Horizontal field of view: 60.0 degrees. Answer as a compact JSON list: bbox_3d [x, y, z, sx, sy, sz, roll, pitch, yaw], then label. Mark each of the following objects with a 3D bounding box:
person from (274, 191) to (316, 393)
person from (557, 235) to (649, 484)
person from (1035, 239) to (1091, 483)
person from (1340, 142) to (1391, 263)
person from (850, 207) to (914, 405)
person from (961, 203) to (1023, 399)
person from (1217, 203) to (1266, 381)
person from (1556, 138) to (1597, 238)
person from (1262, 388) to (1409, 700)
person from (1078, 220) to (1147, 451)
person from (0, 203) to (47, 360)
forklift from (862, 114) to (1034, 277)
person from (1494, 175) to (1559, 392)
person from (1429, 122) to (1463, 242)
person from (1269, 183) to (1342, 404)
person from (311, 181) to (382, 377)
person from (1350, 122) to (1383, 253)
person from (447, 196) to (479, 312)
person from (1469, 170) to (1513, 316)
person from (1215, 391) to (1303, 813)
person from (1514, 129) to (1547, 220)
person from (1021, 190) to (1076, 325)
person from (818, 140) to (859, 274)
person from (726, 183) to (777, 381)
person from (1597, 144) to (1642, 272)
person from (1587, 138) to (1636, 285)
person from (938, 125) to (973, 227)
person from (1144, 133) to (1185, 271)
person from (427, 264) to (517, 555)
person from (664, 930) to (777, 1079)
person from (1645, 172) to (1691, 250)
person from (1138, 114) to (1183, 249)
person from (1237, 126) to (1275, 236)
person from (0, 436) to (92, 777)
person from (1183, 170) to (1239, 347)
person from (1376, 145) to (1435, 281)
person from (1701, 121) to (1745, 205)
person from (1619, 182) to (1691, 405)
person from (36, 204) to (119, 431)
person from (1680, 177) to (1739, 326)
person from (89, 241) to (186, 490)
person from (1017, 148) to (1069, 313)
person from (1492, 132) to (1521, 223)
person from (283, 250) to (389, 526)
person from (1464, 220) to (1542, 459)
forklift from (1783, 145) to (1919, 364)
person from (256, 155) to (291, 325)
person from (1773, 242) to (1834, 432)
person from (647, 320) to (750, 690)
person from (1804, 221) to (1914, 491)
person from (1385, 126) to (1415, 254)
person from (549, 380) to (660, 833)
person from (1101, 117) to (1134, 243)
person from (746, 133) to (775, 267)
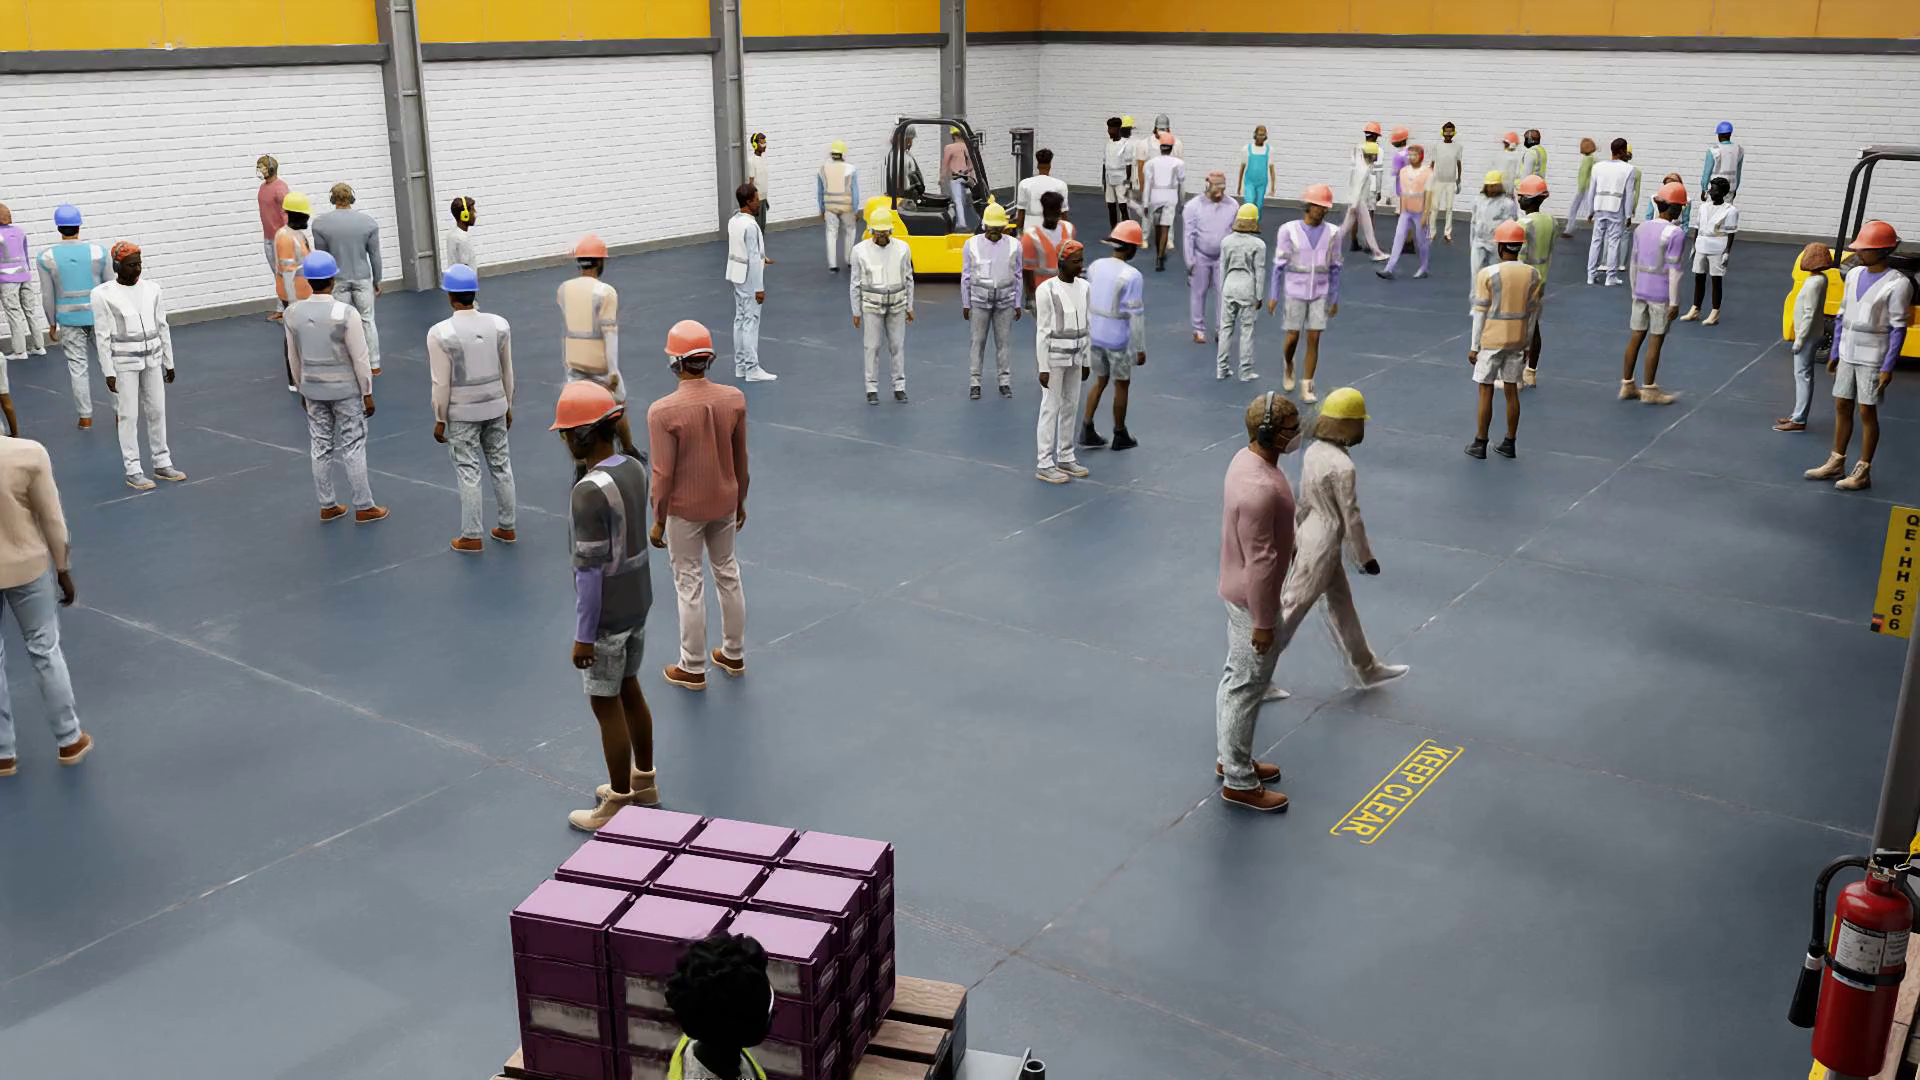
[{"bbox_3d":[-6.276,-2.351,15.831,0.459,1.911,0.611,-1,18,-3],"label":"person"},{"bbox_3d":[-2.772,-1.394,12.845,0.538,1.894,0.893,7,19,20],"label":"person"},{"bbox_3d":[0.801,-1.380,12.847,0.569,1.878,0.351,-16,23,-40],"label":"person"},{"bbox_3d":[5.804,-4.862,24.014,0.942,1.711,0.544,2,18,7],"label":"person"},{"bbox_3d":[-0.714,-2.158,15.368,0.601,1.819,0.403,-5,18,-16],"label":"person"},{"bbox_3d":[0.302,-2.236,15.593,0.587,1.828,0.404,-2,18,-7],"label":"person"},{"bbox_3d":[2.779,-2.438,16.380,0.480,1.733,0.334,12,21,32],"label":"person"},{"bbox_3d":[9.978,-5.554,26.368,0.838,1.603,0.510,7,19,21],"label":"person"},{"bbox_3d":[1.938,0.042,8.693,0.943,1.687,0.483,-1,18,-2],"label":"person"},{"bbox_3d":[1.248,-1.652,13.618,0.605,1.916,0.639,-16,24,-41],"label":"person"},{"bbox_3d":[-9.873,-2.690,17.339,0.313,1.632,0.518,5,18,14],"label":"person"},{"bbox_3d":[-0.171,-4.594,22.377,2.313,2.155,1.214,1,18,3],"label":"forklift"},{"bbox_3d":[5.392,-2.444,15.895,0.605,2.045,0.381,-14,22,-36],"label":"person"},{"bbox_3d":[7.621,-5.618,26.126,0.508,1.862,0.322,2,18,5],"label":"person"},{"bbox_3d":[3.213,-2.297,15.475,0.677,2.026,0.682,-1,18,-4],"label":"person"},{"bbox_3d":[-6.029,-2.561,16.458,0.622,1.932,0.368,-8,19,-23],"label":"person"},{"bbox_3d":[6.122,-5.297,25.011,0.388,1.926,0.546,-15,23,-39],"label":"person"},{"bbox_3d":[-4.692,-2.321,15.818,0.339,1.861,0.514,-8,19,-23],"label":"person"},{"bbox_3d":[6.381,-3.591,20.013,0.491,1.721,0.741,10,20,29],"label":"person"},{"bbox_3d":[1.352,0.274,7.563,0.361,1.938,0.635,2,18,5],"label":"person"},{"bbox_3d":[8.529,-5.226,24.950,0.429,1.830,0.638,12,21,34],"label":"person"},{"bbox_3d":[0.900,-2.377,15.874,0.672,1.925,0.520,-9,20,-26],"label":"person"},{"bbox_3d":[-1.659,-4.625,23.109,0.627,1.800,0.800,4,18,11],"label":"person"},{"bbox_3d":[-2.089,-2.530,16.362,0.390,1.922,0.588,-9,20,-26],"label":"person"},{"bbox_3d":[9.169,-4.624,23.165,0.533,1.766,0.311,0,18,-1],"label":"person"},{"bbox_3d":[8.613,-4.347,22.057,0.597,1.914,0.370,16,24,41],"label":"person"},{"bbox_3d":[-0.093,-5.942,27.332,0.543,1.743,0.703,-15,23,-39],"label":"person"},{"bbox_3d":[2.879,-4.772,23.463,0.546,1.881,1.007,6,19,19],"label":"person"},{"bbox_3d":[-3.249,-0.866,11.116,0.391,1.948,0.605,15,23,39],"label":"person"},{"bbox_3d":[-0.589,1.633,3.758,0.817,1.668,0.537,-4,18,-11],"label":"person"},{"bbox_3d":[8.645,-3.676,20.405,0.514,1.639,0.310,10,20,28],"label":"person"},{"bbox_3d":[3.039,-5.448,25.296,0.684,2.000,0.536,1,18,3],"label":"person"},{"bbox_3d":[4.609,-5.491,25.806,0.559,1.806,0.861,0,18,1],"label":"person"},{"bbox_3d":[-4.550,0.150,7.881,0.639,1.988,0.401,-9,20,-27],"label":"person"},{"bbox_3d":[2.734,-3.030,17.990,0.651,1.884,0.725,-2,18,-7],"label":"person"},{"bbox_3d":[6.062,-4.391,22.381,0.955,1.790,0.588,-13,22,-35],"label":"person"},{"bbox_3d":[11.390,-5.280,24.942,0.605,1.939,0.417,-2,18,-7],"label":"person"},{"bbox_3d":[6.447,-2.271,15.359,0.396,2.038,0.614,-5,19,-17],"label":"person"},{"bbox_3d":[-7.580,-1.917,14.401,0.602,1.949,0.393,-8,20,-25],"label":"person"},{"bbox_3d":[8.708,-3.348,19.283,0.315,1.696,0.541,-9,20,-26],"label":"person"},{"bbox_3d":[-6.272,-1.335,12.701,0.361,1.879,0.583,10,20,29],"label":"person"},{"bbox_3d":[0.996,-3.711,20.006,0.611,1.956,0.390,3,18,8],"label":"person"},{"bbox_3d":[8.390,-5.396,25.625,0.415,1.731,0.580,-7,19,-20],"label":"person"},{"bbox_3d":[-4.404,-1.055,11.703,0.605,1.951,0.381,4,18,12],"label":"person"},{"bbox_3d":[4.390,-1.616,13.504,0.539,1.930,0.392,-4,18,-12],"label":"person"},{"bbox_3d":[9.803,-2.879,17.013,2.313,2.155,1.214,12,21,33],"label":"forklift"},{"bbox_3d":[-7.930,-3.486,19.325,0.631,1.940,0.372,17,24,42],"label":"person"},{"bbox_3d":[7.306,-1.749,14.385,0.279,1.634,0.499,11,21,32],"label":"person"},{"bbox_3d":[-1.397,-0.184,8.904,0.622,1.994,0.380,-17,24,-42],"label":"person"},{"bbox_3d":[6.821,-1.388,12.597,0.393,2.040,0.611,-4,18,-13],"label":"person"},{"bbox_3d":[6.603,-5.219,24.836,0.535,1.875,0.628,14,23,37],"label":"person"},{"bbox_3d":[-1.567,0.300,7.347,0.409,2.028,0.617,3,18,8],"label":"person"},{"bbox_3d":[2.426,-5.576,25.843,0.391,1.956,0.608,-15,23,-39],"label":"person"},{"bbox_3d":[-2.848,-4.852,23.709,0.313,1.869,0.538,5,18,14],"label":"person"}]
